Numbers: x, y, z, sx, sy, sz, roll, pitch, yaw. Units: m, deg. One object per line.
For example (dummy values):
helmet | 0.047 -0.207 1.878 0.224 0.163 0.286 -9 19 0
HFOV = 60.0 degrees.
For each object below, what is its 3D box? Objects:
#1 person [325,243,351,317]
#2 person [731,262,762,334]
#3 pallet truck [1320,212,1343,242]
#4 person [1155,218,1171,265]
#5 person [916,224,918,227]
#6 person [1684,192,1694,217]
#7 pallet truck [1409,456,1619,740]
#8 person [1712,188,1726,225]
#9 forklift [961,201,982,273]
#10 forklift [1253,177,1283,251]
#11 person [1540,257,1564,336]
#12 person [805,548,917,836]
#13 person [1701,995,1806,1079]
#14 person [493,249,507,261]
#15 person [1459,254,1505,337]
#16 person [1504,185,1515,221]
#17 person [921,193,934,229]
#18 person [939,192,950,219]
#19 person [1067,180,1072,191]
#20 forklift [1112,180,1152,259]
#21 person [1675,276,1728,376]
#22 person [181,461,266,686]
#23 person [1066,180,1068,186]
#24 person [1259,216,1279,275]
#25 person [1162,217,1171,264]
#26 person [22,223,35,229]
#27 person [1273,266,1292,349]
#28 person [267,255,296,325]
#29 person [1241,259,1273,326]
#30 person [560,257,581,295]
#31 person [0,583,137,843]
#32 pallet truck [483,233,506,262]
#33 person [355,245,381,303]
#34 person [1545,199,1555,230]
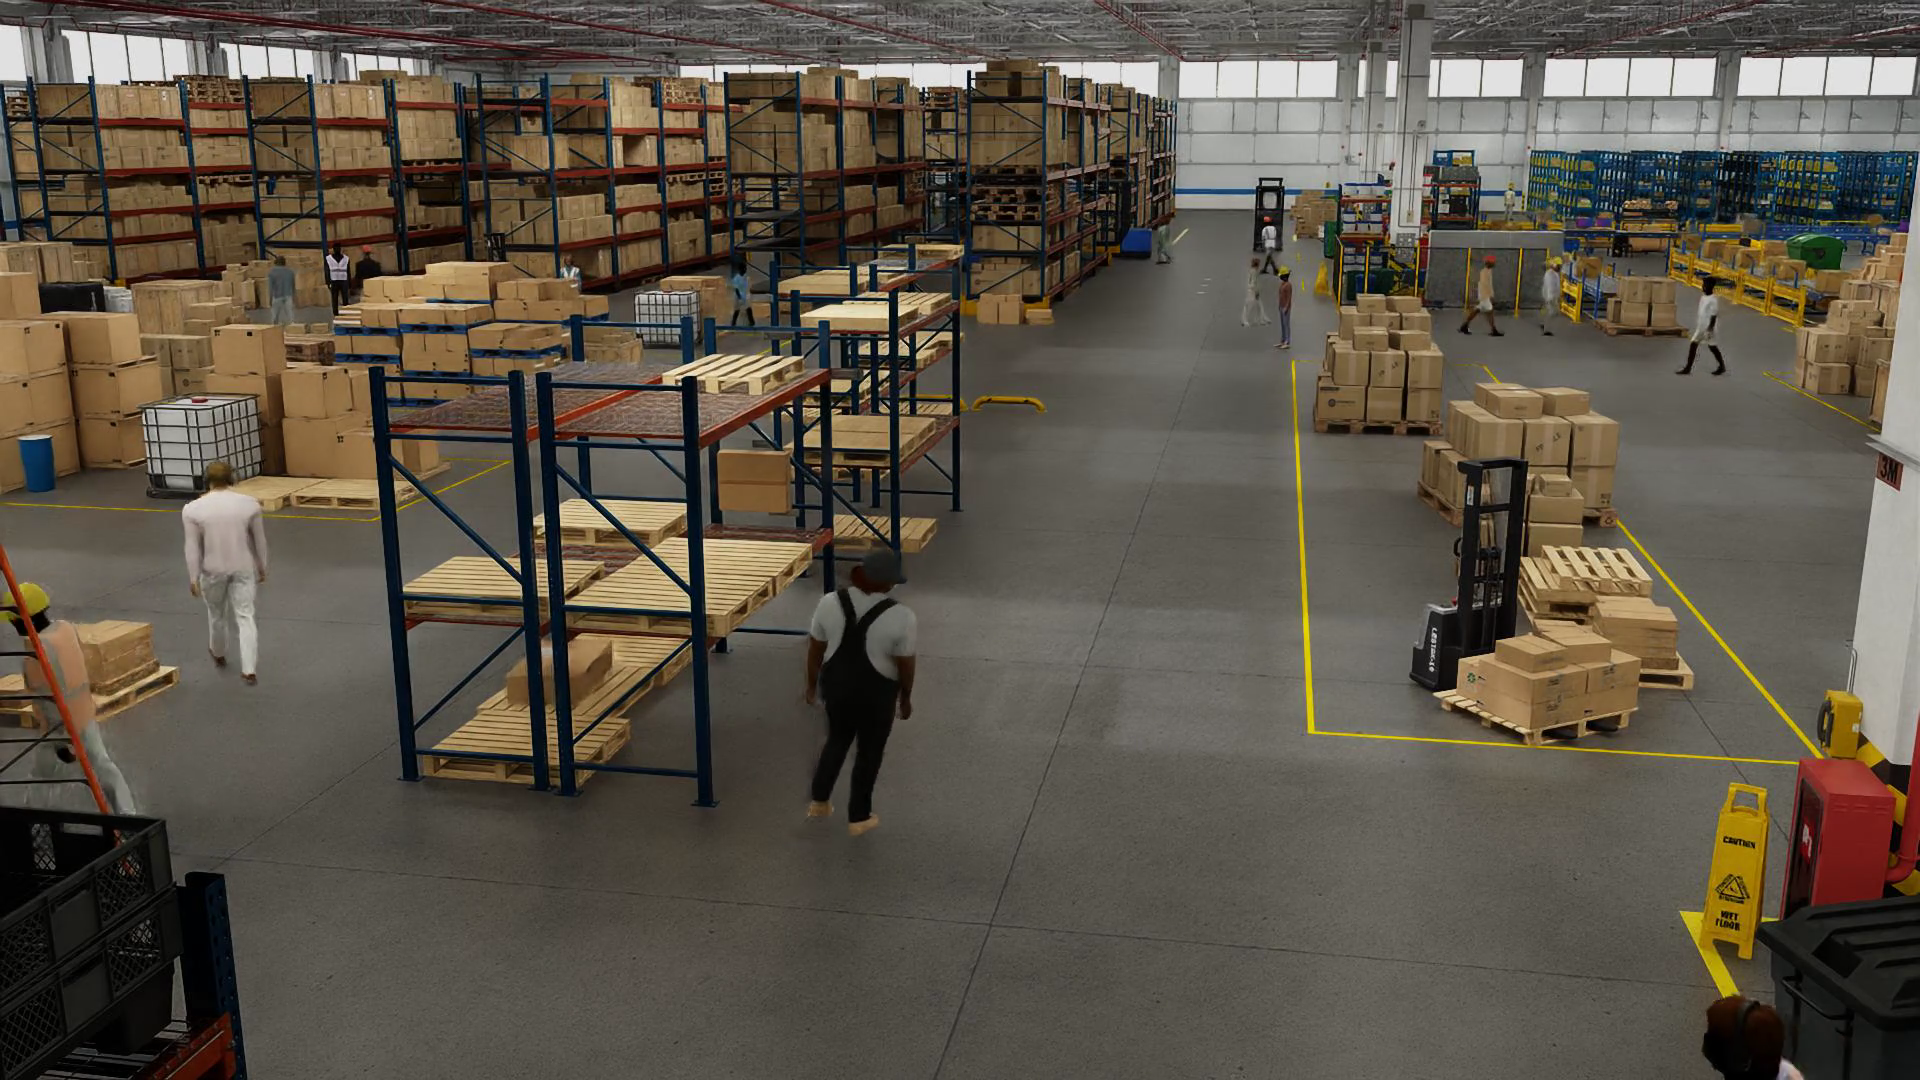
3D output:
person | -15.391 -6.409 41.227 0.587 1.911 0.397 -7 16 -27
person | -4.972 -5.552 38.263 0.842 1.652 0.544 9 16 32
pallet truck | 15.874 -13.227 70.310 0.680 1.201 1.601 10 17 35
person | 7.086 -10.446 58.232 0.448 1.614 0.506 -2 14 -7
person | -1.820 -11.414 61.974 0.555 1.685 0.483 -5 15 -19
person | 35.886 -16.396 82.018 0.567 1.807 0.905 2 14 8
pallet truck | 4.504 0.400 13.395 0.823 1.965 1.885 -6 15 -23
person | 36.776 -16.009 80.142 1.014 1.940 0.637 -2 14 -7
forklift | 0.704 -10.208 54.649 1.129 2.768 1.873 3 14 10
forklift | 12.083 -12.747 64.956 1.129 2.768 1.873 3 14 10
person | 13.504 -5.554 37.949 0.424 1.810 0.587 11 18 38
person | -0.626 0.954 11.057 0.790 2.000 0.543 5 15 20
person | 2.567 2.385 5.695 0.629 1.820 0.564 -13 19 -41
person | -14.028 -8.741 50.866 0.647 1.816 0.536 3 14 13
person | 11.947 -5.596 37.998 1.022 1.889 0.541 6 15 24
person | 28.676 -17.578 86.726 0.591 1.834 0.404 13 19 43
person | -1.585 -15.857 79.810 0.653 1.791 0.973 3 14 13
person | -0.821 -18.063 88.714 0.619 1.818 0.497 1 14 3
person | 6.025 -18.842 91.670 0.699 1.941 0.648 6 15 24
forklift | 6.082 -11.722 60.796 1.873 2.768 1.129 2 14 9
person | 14.252 -4.062 31.680 0.981 1.923 0.617 -1 14 -5
person | -6.272 0.249 14.235 0.655 1.884 1.013 -8 16 -29
person | 5.932 -19.096 92.692 0.434 1.934 0.630 3 14 12
person | 10.125 -9.576 54.141 0.590 1.895 0.906 -10 17 -35
person | 7.301 -10.580 58.723 0.265 1.631 0.507 0 14 0
person | -33.875 -11.147 60.477 0.639 1.904 0.402 10 17 34
person | 6.980 -5.011 35.856 0.325 1.762 0.524 -2 14 -7
person | -15.215 -5.433 37.350 0.653 1.878 0.931 -10 17 -35
person | 7.153 -5.932 39.896 0.807 1.599 0.545 4 14 14
person | -9.427 -6.040 40.306 0.525 1.631 0.317 1 14 3
person | -5.797 1.149 10.642 1.029 1.851 0.619 1 14 3
pallet truck | -11.832 -7.026 43.548 1.885 1.965 0.823 8 16 28
person | -13.959 -5.984 39.358 0.632 1.975 0.565 -12 18 -41
person | 25.274 -13.780 71.478 0.572 1.748 0.531 2 14 10
